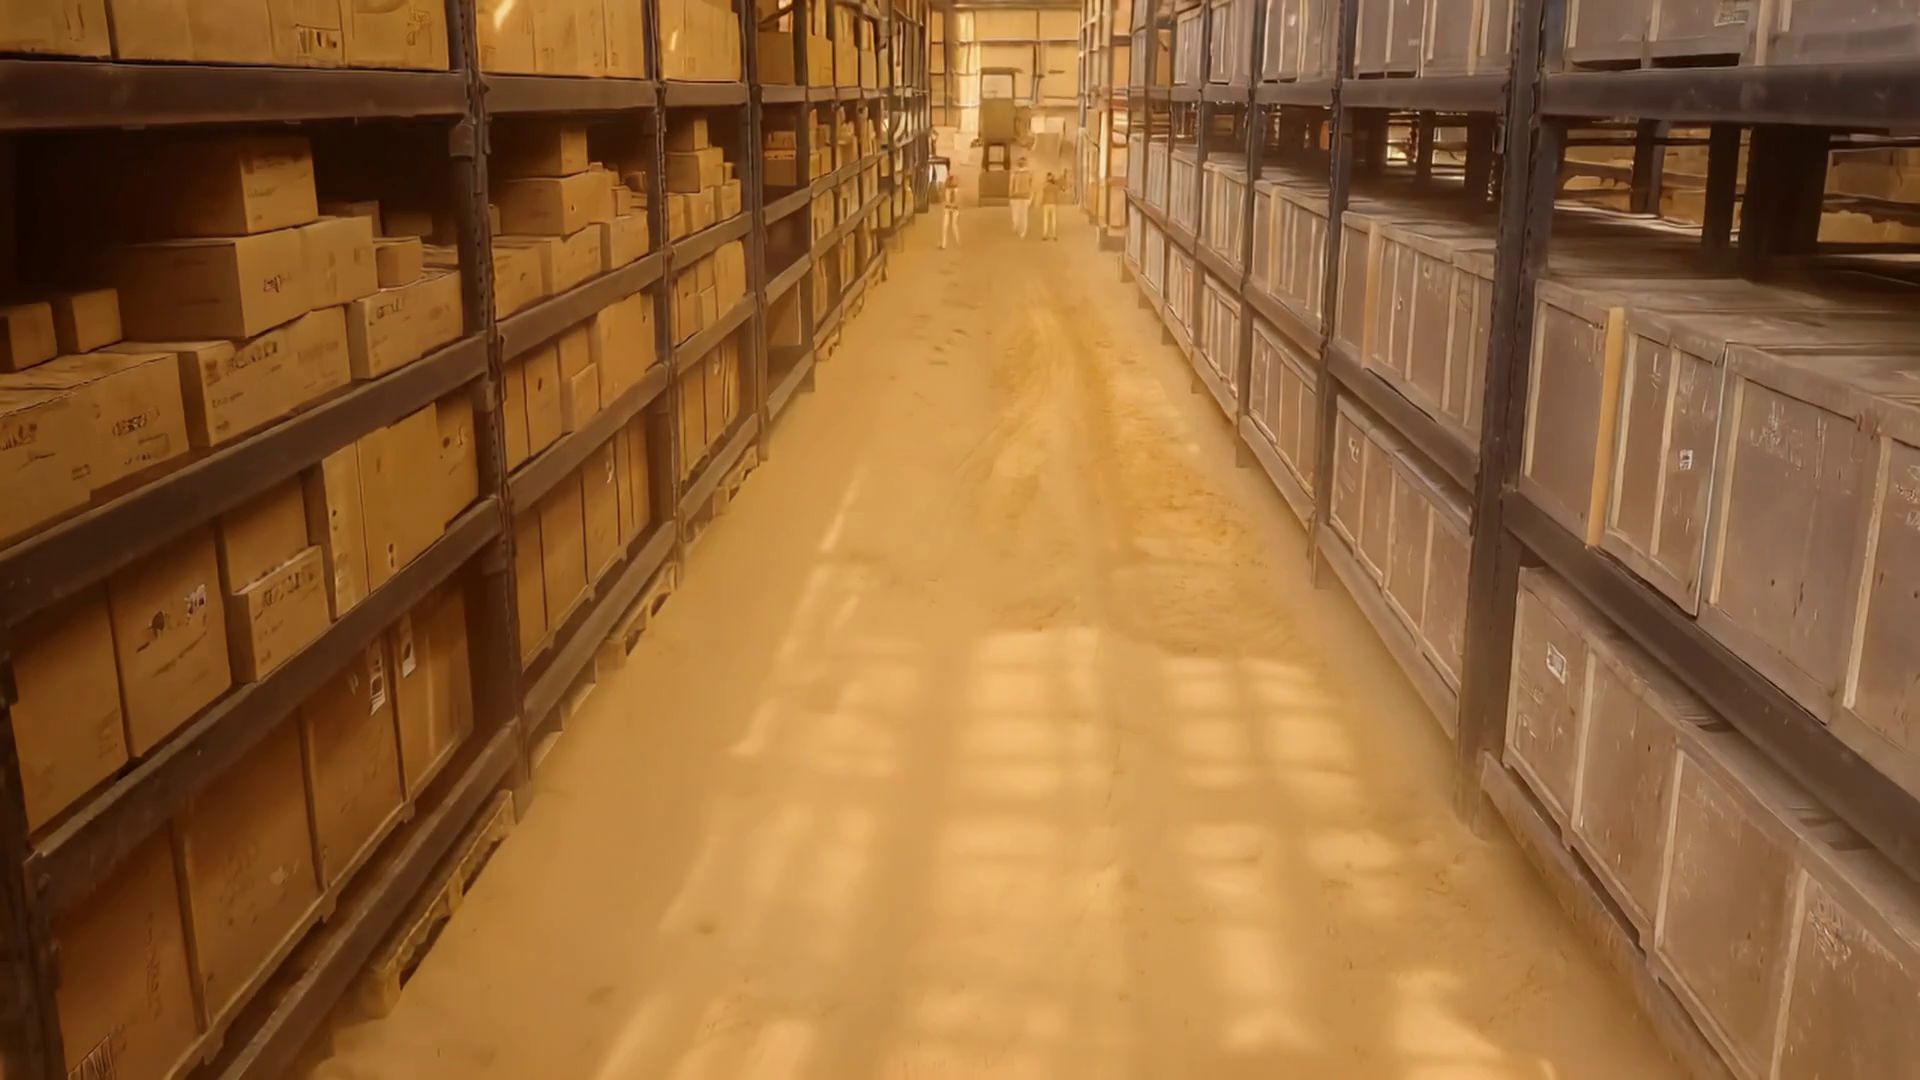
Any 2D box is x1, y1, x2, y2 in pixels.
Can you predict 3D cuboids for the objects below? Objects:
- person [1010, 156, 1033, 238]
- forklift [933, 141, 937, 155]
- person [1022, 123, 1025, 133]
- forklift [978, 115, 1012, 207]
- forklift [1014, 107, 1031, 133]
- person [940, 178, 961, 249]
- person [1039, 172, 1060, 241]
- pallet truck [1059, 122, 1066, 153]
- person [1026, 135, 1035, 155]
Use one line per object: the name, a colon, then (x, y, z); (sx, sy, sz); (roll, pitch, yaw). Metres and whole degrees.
person: (1.485, -8.363, 40.636); (0.619, 1.975, 0.596); (4, 16, 16)
forklift: (-2.139, -20.337, 83.460); (1.873, 2.768, 1.129); (2, 15, 8)
person: (3.614, -21.702, 90.374); (0.616, 1.922, 0.555); (8, 17, 27)
forklift: (1.136, -11.812, 51.740); (1.129, 2.768, 1.873); (0, 15, 2)
forklift: (2.984, -19.929, 81.940); (1.129, 2.768, 1.873); (-7, 17, -26)
person: (-0.213, -7.418, 37.826); (0.531, 1.597, 0.865); (4, 16, 16)
person: (2.152, -7.994, 39.899); (0.501, 1.631, 0.285); (1, 15, 5)
pallet truck: (5.788, -21.111, 88.014); (1.885, 1.965, 0.823); (5, 16, 18)
person: (2.736, -14.452, 63.406); (0.538, 1.904, 0.619); (-4, 16, -15)
